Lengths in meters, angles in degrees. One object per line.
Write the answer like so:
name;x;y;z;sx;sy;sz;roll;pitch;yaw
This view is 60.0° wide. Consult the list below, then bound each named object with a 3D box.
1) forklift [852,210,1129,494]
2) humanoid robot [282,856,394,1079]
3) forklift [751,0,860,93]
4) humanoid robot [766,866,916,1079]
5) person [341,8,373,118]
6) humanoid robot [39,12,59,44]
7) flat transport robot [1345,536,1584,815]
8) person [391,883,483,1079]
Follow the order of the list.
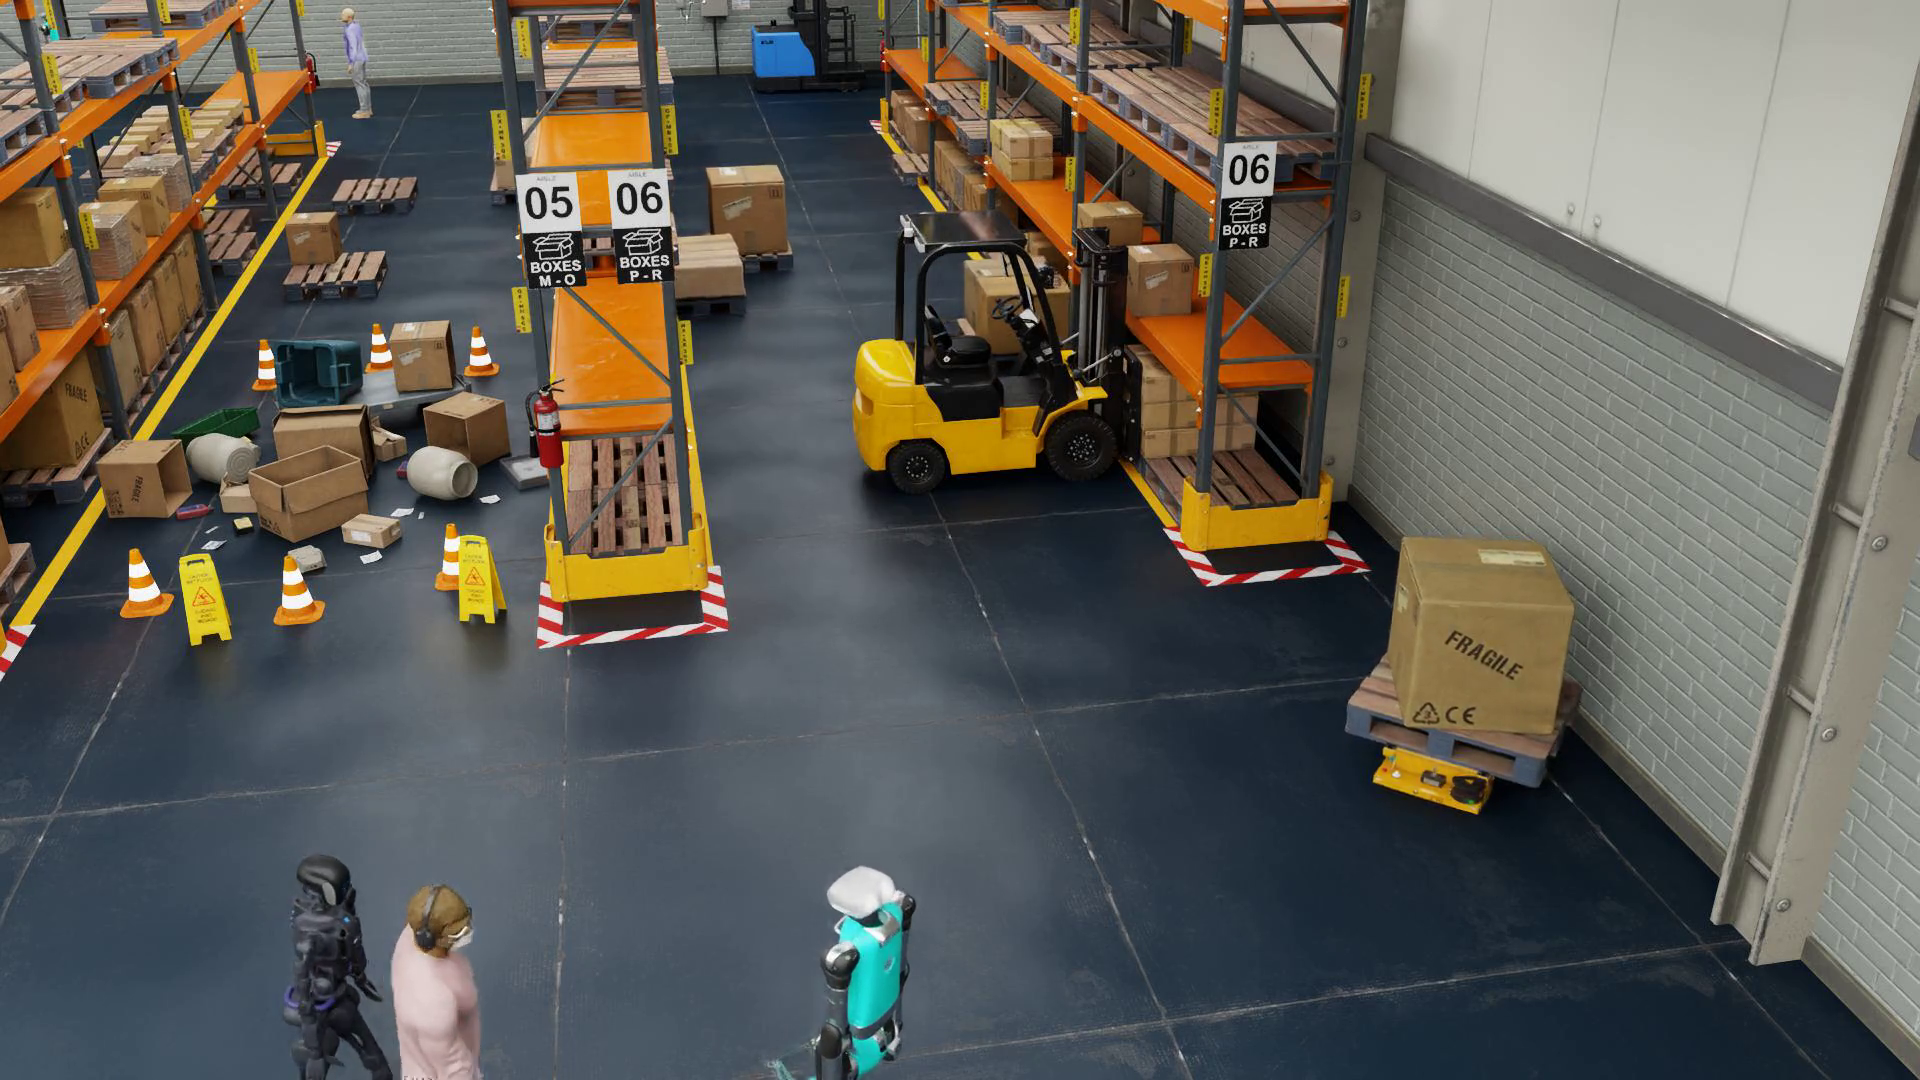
forklift;0.216;-1.659;14.366;2.313;2.155;1.214;-5;26;-10
humanoid robot;-2.757;2.051;7.271;0.648;1.628;0.589;1;26;2
forklift;-2.872;-9.679;30.288;1.873;2.768;1.129;-5;26;-10
humanoid robot;-0.555;2.123;7.044;0.677;1.829;0.537;15;30;29
person;-10.213;-8.078;28.183;0.386;1.799;0.603;-2;26;-5
humanoid robot;-14.905;-7.993;28.100;0.880;1.789;0.592;-3;26;-6
flat transport robot;3.180;1.238;10.550;0.659;0.231;1.431;15;30;28
person;-2.063;2.180;6.687;0.443;1.922;0.715;-11;28;-21
